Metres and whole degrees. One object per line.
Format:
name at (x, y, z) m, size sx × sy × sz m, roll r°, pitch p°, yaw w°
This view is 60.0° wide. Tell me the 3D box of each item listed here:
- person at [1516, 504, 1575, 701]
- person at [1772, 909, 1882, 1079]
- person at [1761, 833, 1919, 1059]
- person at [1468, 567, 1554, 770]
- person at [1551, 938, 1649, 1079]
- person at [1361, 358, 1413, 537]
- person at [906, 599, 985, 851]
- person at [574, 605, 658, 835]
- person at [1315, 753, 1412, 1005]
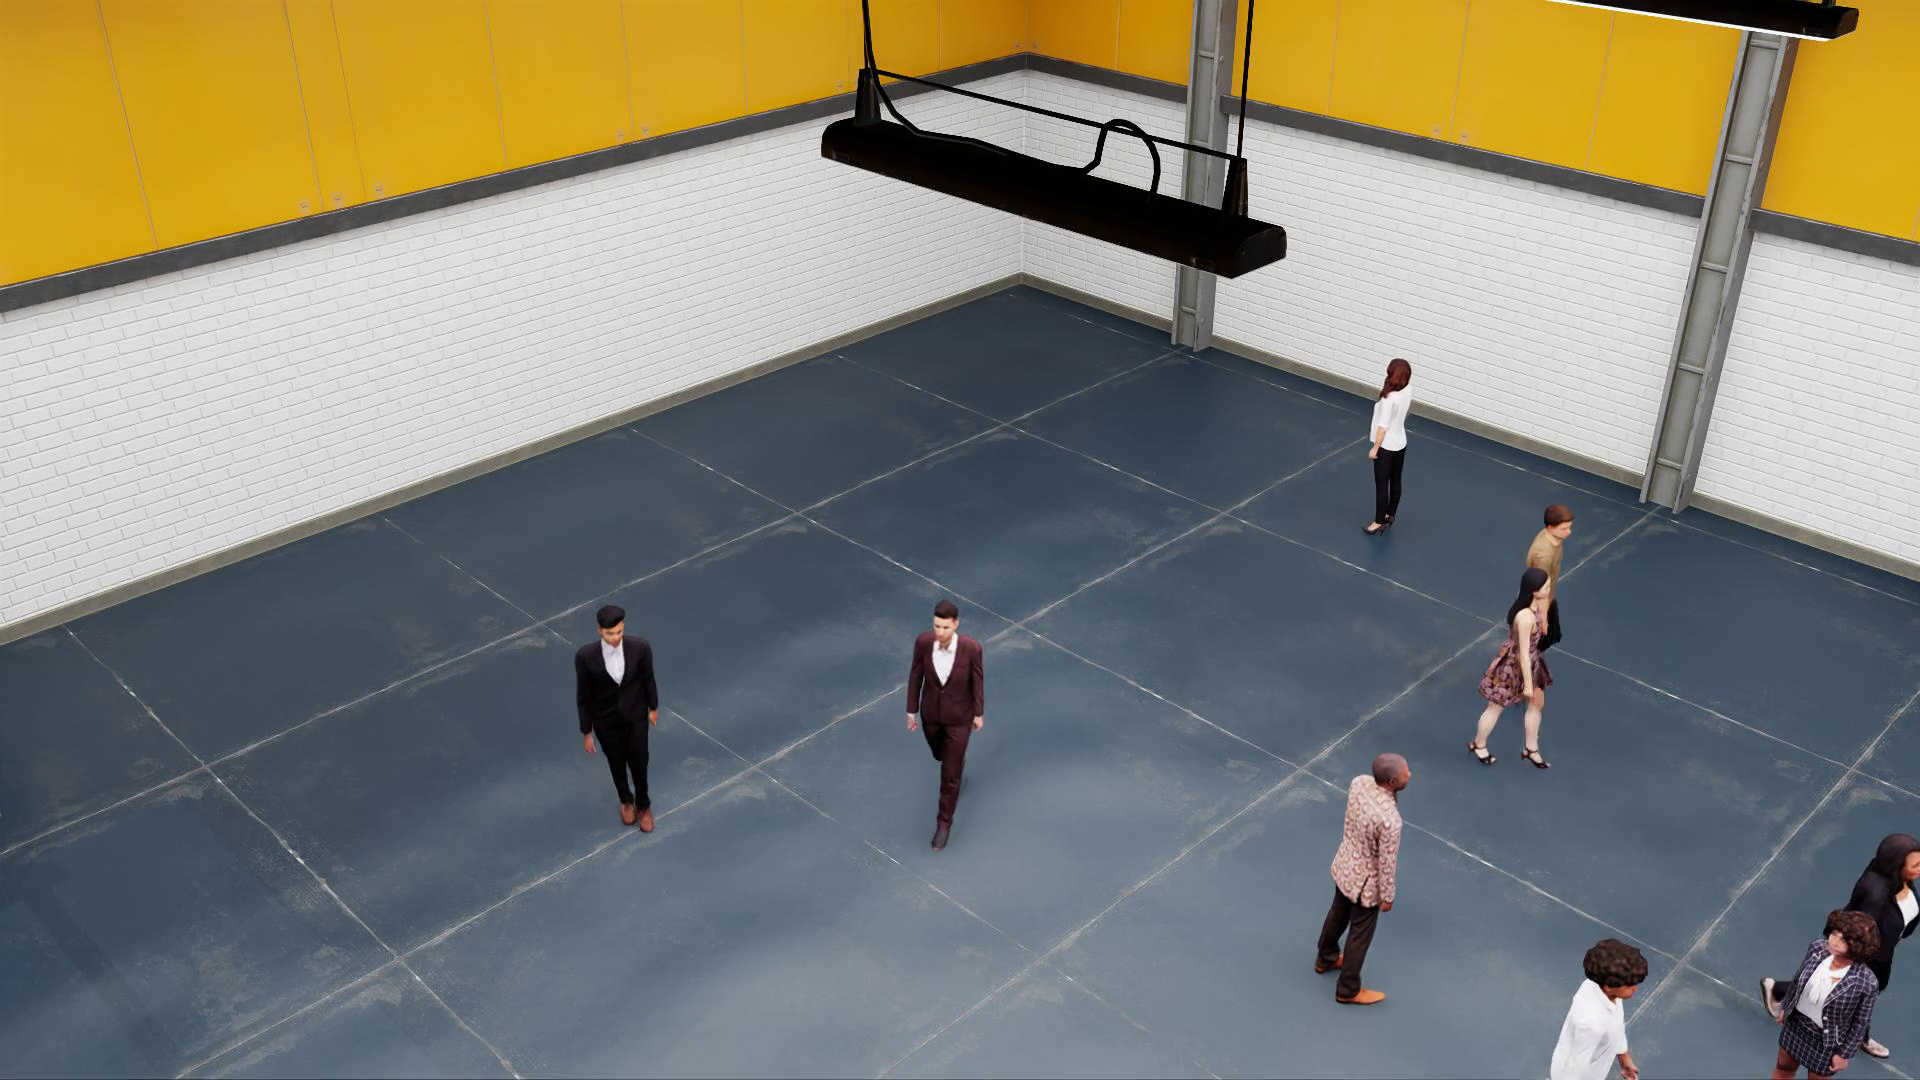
person at (4.490, 0.491, 13.227) m, size 0.753 × 1.825 × 0.786 m, roll 13°, pitch 31°, yaw 22°
person at (4.764, 2.734, 9.244) m, size 0.745 × 1.702 × 0.605 m, roll -12°, pitch 31°, yaw -21°
person at (5.334, 2.394, 9.981) m, size 0.993 × 1.593 × 0.668 m, roll 23°, pitch 36°, yaw 35°
person at (4.060, 0.975, 12.417) m, size 0.956 × 1.751 × 0.826 m, roll 11°, pitch 30°, yaw 19°
person at (3.267, 2.838, 8.978) m, size 1.086 × 1.774 × 0.848 m, roll 12°, pitch 31°, yaw 21°
person at (4.090, -0.883, 15.778) m, size 0.507 × 1.795 × 0.602 m, roll 25°, pitch 37°, yaw 38°
person at (-0.081, 1.196, 11.911) m, size 1.253 × 1.848 × 1.142 m, roll 8°, pitch 30°, yaw 15°
person at (-2.446, 1.201, 11.890) m, size 0.846 × 1.859 × 0.871 m, roll -6°, pitch 29°, yaw -10°
person at (2.496, 2.076, 10.348) m, size 0.847 × 1.799 × 0.735 m, roll -7°, pitch 29°, yaw -12°
